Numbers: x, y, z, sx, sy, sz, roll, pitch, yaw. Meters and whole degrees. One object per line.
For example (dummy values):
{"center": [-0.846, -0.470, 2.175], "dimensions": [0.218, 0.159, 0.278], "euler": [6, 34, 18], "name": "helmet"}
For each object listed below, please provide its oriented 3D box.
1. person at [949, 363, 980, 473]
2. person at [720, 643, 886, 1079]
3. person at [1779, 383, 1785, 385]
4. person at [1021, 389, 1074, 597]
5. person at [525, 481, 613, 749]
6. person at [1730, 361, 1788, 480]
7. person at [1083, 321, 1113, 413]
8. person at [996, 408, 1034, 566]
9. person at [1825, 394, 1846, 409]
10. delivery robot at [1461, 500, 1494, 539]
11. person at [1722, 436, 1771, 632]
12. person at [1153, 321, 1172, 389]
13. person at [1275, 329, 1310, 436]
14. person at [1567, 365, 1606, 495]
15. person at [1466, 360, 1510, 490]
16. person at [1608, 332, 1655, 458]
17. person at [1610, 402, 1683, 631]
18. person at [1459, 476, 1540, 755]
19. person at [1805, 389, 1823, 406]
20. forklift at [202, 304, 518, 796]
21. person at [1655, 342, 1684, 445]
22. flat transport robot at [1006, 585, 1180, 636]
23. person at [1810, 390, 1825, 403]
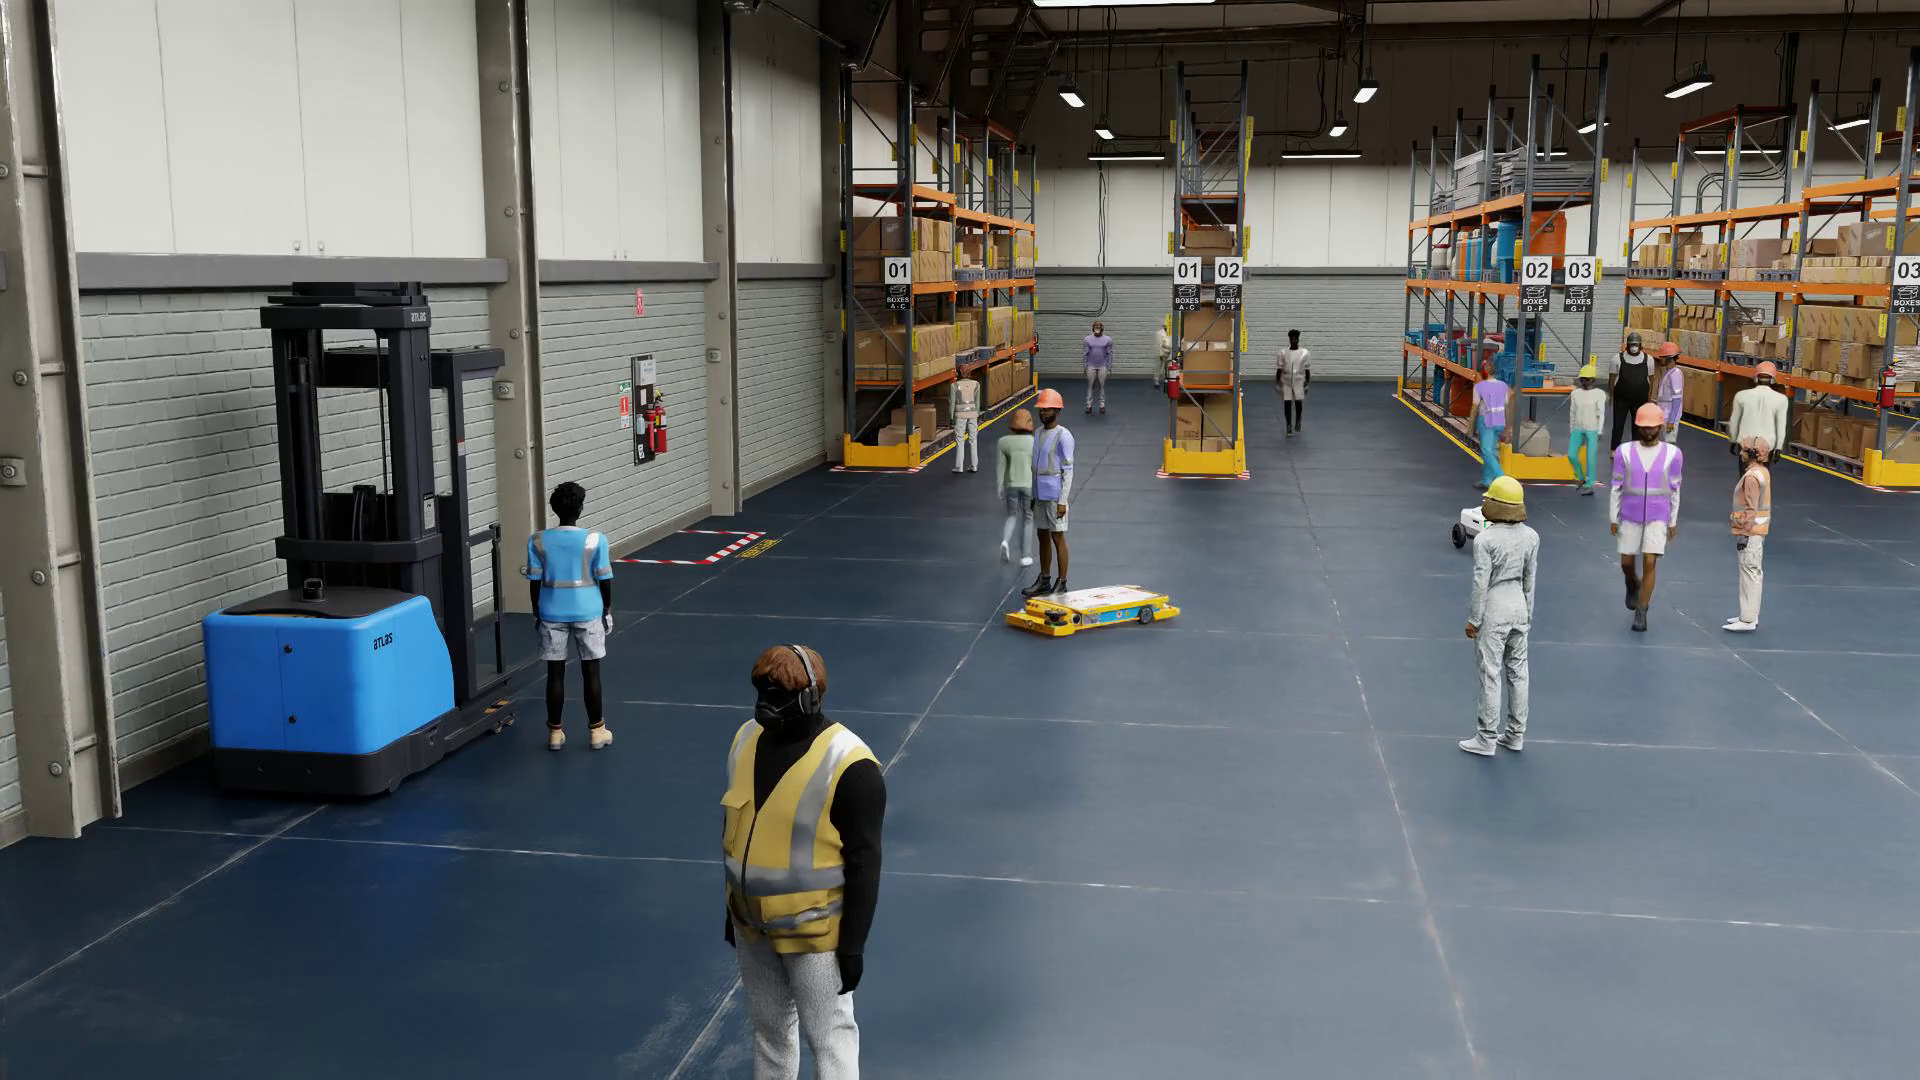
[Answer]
{"center": [0.073, -1.819, 24.855], "dimensions": [0.508, 1.629, 0.315], "euler": [-4, 10, -24], "name": "person"}
{"center": [-0.540, 1.236, 5.350], "dimensions": [0.621, 1.845, 0.429], "euler": [7, 12, 38], "name": "person"}
{"center": [16.883, -3.390, 33.785], "dimensions": [0.610, 1.866, 0.730], "euler": [1, 9, 9], "name": "person"}
{"center": [0.812, -0.415, 15.231], "dimensions": [0.346, 1.942, 0.546], "euler": [-6, 11, -33], "name": "person"}
{"center": [-2.445, 0.477, 10.481], "dimensions": [0.541, 1.695, 0.315], "euler": [0, 9, -1], "name": "person"}
{"center": [9.531, -1.165, 19.885], "dimensions": [0.603, 1.950, 1.049], "euler": [4, 10, 23], "name": "person"}
{"center": [2.921, -3.664, 35.274], "dimensions": [0.629, 1.940, 0.379], "euler": [1, 9, 9], "name": "person"}
{"center": [0.611, -0.524, 16.899], "dimensions": [0.504, 1.620, 0.477], "euler": [3, 10, 20], "name": "person"}
{"center": [18.871, -3.665, 35.733], "dimensions": [0.621, 1.794, 0.806], "euler": [1, 9, 7], "name": "person"}
{"center": [5.682, -0.189, 17.942], "dimensions": [0.477, 0.478, 0.707], "euler": [-1, 9, -4], "name": "delivery robot"}
{"center": [6.614, -0.054, 13.930], "dimensions": [0.306, 1.639, 0.523], "euler": [6, 11, 32], "name": "person"}
{"center": [5.260, -4.704, 42.153], "dimensions": [0.615, 1.775, 0.916], "euler": [-7, 11, -35], "name": "person"}
{"center": [6.057, -2.867, 30.317], "dimensions": [0.613, 1.947, 0.415], "euler": [3, 10, 15], "name": "person"}
{"center": [8.424, -1.478, 22.386], "dimensions": [0.388, 1.754, 0.530], "euler": [-8, 12, -42], "name": "person"}
{"center": [7.238, -1.539, 22.581], "dimensions": [0.571, 1.811, 0.806], "euler": [-5, 11, -30], "name": "person"}
{"center": [10.779, -2.305, 26.712], "dimensions": [0.692, 2.000, 0.537], "euler": [2, 9, 13], "name": "person"}
{"center": [5.825, -0.224, 14.147], "dimensions": [0.546, 1.919, 0.677], "euler": [4, 10, 25], "name": "person"}
{"center": [3.370, 0.467, 10.391], "dimensions": [0.492, 1.746, 0.284], "euler": [-4, 10, -25], "name": "person"}
{"center": [18.726, -3.698, 36.425], "dimensions": [0.508, 1.632, 0.265], "euler": [3, 10, 16], "name": "person"}
{"center": [-3.673, -0.038, 10.147], "dimensions": [1.129, 2.768, 1.873], "euler": [1, 9, 9], "name": "forklift"}
{"center": [9.675, -1.689, 22.781], "dimensions": [0.386, 2.039, 0.615], "euler": [2, 9, 14], "name": "person"}
{"center": [1.152, 0.589, 14.308], "dimensions": [1.431, 0.197, 0.652], "euler": [-7, 11, -36], "name": "flat transport robot"}
{"center": [19.745, -4.183, 38.147], "dimensions": [0.615, 2.043, 0.372], "euler": [-1, 9, -5], "name": "person"}
